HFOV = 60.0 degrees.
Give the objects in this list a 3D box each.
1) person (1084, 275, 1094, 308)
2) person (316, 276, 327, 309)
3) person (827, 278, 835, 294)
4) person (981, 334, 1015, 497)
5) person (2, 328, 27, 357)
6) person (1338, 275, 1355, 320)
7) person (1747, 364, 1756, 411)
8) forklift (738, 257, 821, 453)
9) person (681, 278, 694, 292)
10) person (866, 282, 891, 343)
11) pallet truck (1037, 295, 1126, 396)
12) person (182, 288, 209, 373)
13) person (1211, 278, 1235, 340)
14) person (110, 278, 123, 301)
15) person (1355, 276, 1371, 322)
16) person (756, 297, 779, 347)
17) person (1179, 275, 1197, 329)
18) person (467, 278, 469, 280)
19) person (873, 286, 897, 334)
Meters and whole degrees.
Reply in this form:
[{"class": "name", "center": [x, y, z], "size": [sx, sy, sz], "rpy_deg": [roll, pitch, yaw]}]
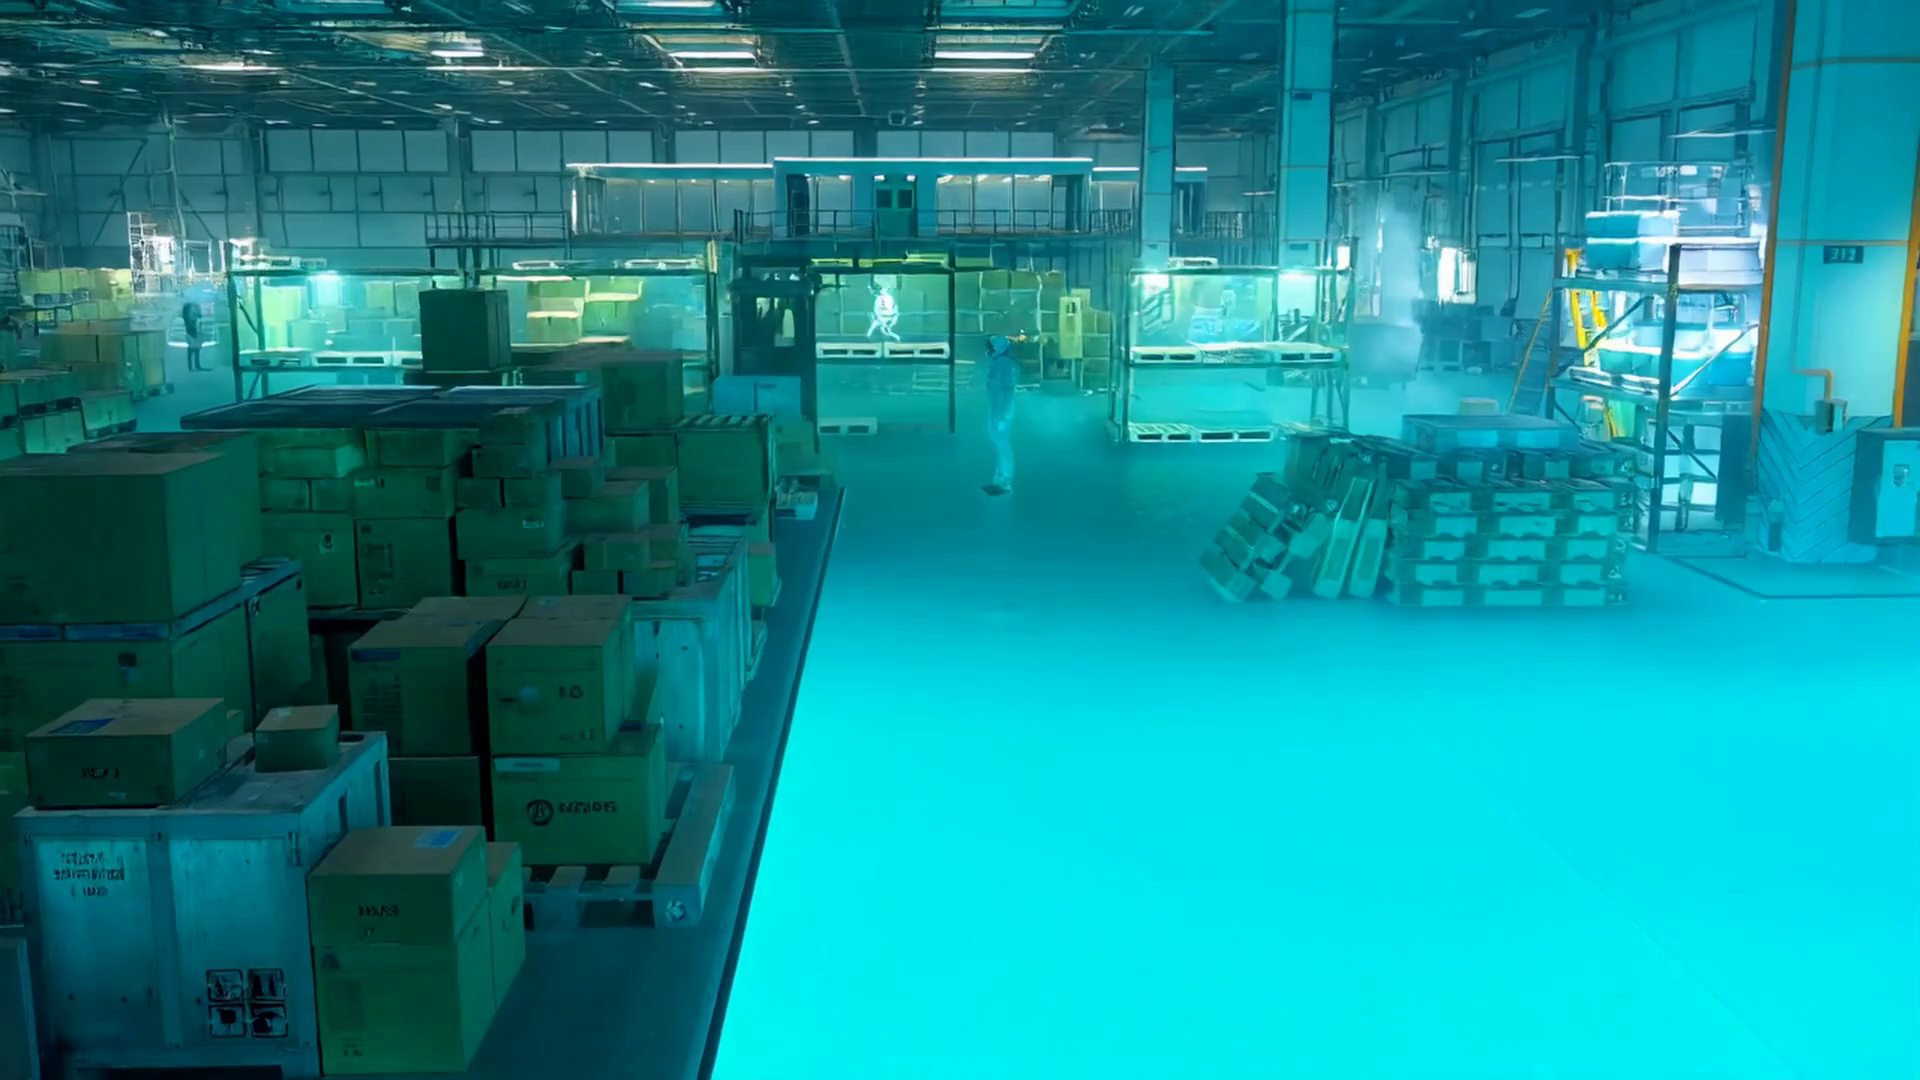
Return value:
[{"class": "person", "center": [4.786, -8.871, 61.418], "size": [0.950, 1.791, 0.533], "rpy_deg": [-4, 11, -19]}, {"class": "person", "center": [-26.738, -10.306, 69.615], "size": [0.441, 1.719, 0.520], "rpy_deg": [1, 10, 5]}, {"class": "person", "center": [-4.381, -8.045, 56.687], "size": [1.008, 1.851, 0.661], "rpy_deg": [-3, 11, -17]}, {"class": "person", "center": [0.464, -1.491, 19.914], "size": [0.362, 1.938, 0.635], "rpy_deg": [-2, 10, -11]}, {"class": "person", "center": [-12.898, -1.941, 22.631], "size": [0.327, 1.865, 0.517], "rpy_deg": [8, 13, 36]}, {"class": "person", "center": [15.037, -9.467, 64.704], "size": [0.647, 1.818, 0.462], "rpy_deg": [4, 11, 23]}, {"class": "person", "center": [9.909, -1.534, 20.257], "size": [0.609, 1.897, 0.791], "rpy_deg": [-7, 12, -35]}, {"class": "forklift", "center": [-2.479, -2.404, 22.374], "size": [1.129, 2.768, 1.873], "rpy_deg": [0, 10, -2]}, {"class": "person", "center": [-8.506, -7.165, 51.563], "size": [0.577, 1.922, 0.404], "rpy_deg": [-3, 11, -18]}, {"class": "person", "center": [-2.339, -6.666, 49.024], "size": [0.845, 1.860, 0.584], "rpy_deg": [5, 11, 26]}, {"class": "pallet truck", "center": [2.483, -3.881, 33.060], "size": [1.885, 1.965, 0.823], "rpy_deg": [-7, 13, -36]}, {"class": "person", "center": [-17.697, -4.832, 38.442], "size": [0.614, 1.963, 0.362], "rpy_deg": [8, 13, 37]}, {"class": "person", "center": [8.123, -7.071, 51.052], "size": [0.909, 1.906, 0.634], "rpy_deg": [-6, 12, -30]}, {"class": "person", "center": [-28.323, -7.895, 55.879], "size": [0.403, 1.833, 0.590], "rpy_deg": [-7, 12, -34]}, {"class": "person", "center": [13.895, -8.121, 57.110], "size": [0.561, 1.841, 0.666], "rpy_deg": [-6, 12, -29]}, {"class": "person", "center": [-4.824, -5.324, 40.980], "size": [0.537, 2.000, 0.680], "rpy_deg": [7, 12, 35]}, {"class": "person", "center": [7.879, -8.236, 57.396], "size": [0.750, 1.967, 0.617], "rpy_deg": [-1, 10, -4]}, {"class": "person", "center": [-15.274, -7.209, 51.850], "size": [0.548, 1.918, 0.727], "rpy_deg": [2, 10, 13]}, {"class": "person", "center": [-2.053, -5.997, 45.297], "size": [0.580, 1.835, 0.968], "rpy_deg": [-7, 13, -36]}]
